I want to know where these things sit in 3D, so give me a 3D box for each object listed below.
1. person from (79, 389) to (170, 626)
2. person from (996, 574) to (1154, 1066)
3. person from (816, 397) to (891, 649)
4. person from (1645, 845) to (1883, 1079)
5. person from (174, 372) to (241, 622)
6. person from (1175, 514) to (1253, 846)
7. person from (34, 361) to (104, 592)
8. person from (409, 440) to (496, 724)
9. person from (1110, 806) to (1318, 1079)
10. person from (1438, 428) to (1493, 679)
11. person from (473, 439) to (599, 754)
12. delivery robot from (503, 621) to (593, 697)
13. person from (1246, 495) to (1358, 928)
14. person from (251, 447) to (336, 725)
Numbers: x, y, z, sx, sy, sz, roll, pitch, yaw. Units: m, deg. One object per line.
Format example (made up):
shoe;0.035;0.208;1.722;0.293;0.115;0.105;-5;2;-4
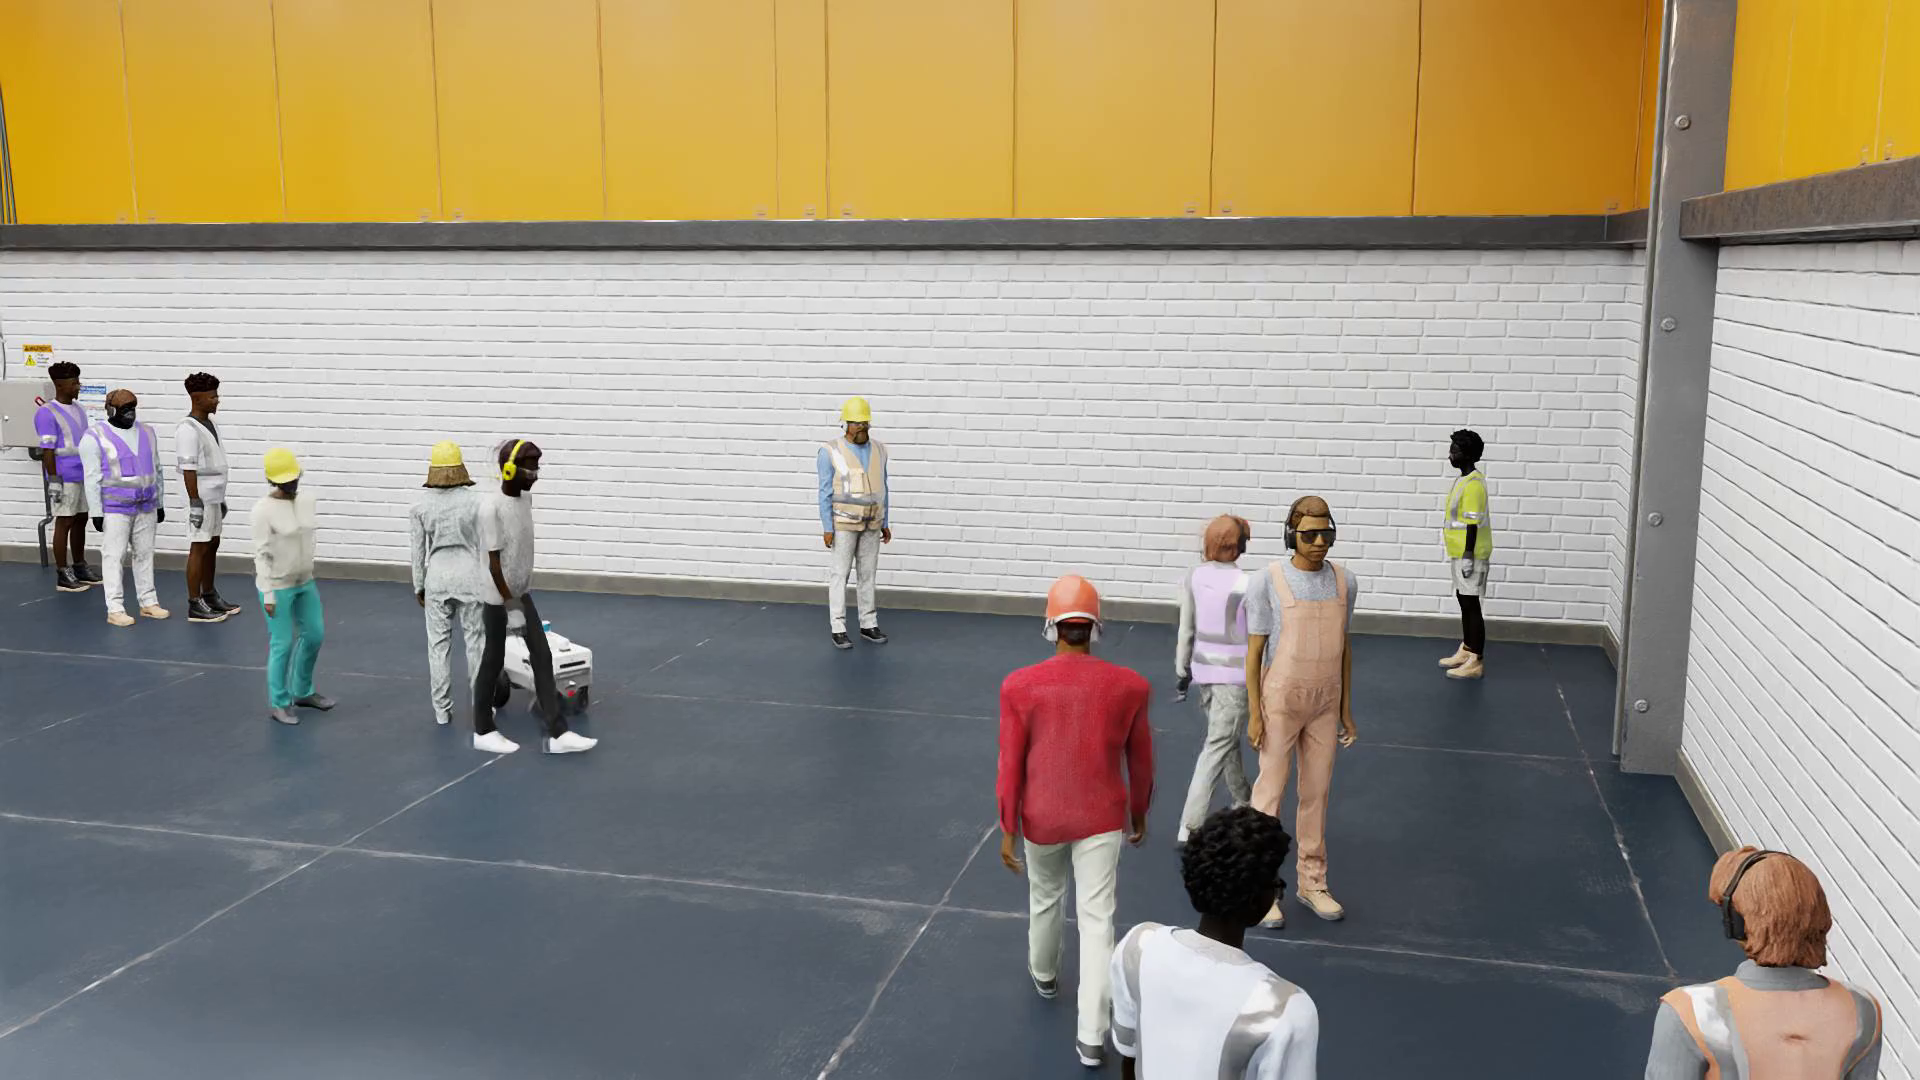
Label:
person;-6.456;-0.256;12.906;0.430;1.835;0.628;5;11;29
person;0.418;0.967;6.072;0.588;1.699;0.914;-1;10;-4
person;-0.755;-0.134;12.172;0.590;1.833;0.404;-7;12;-36
person;1.650;1.442;3.486;0.527;1.631;0.321;-2;10;-10
person;-5.915;-0.338;13.023;0.376;1.958;0.598;-1;10;-7
person;1.313;0.671;8.141;0.825;1.595;0.505;-7;12;-36
person;-7.608;-0.551;14.233;0.361;1.963;0.614;0;10;2
person;-3.082;0.261;10.140;0.489;1.737;0.315;-1;10;-6
person;0.541;1.396;3.593;0.320;1.686;0.541;-9;13;-42
person;3.438;0.089;11.288;0.322;1.691;0.532;1;10;7
person;-2.451;0.341;9.389;0.866;1.820;0.515;3;10;19
delivery robot;-2.618;0.750;10.446;0.477;0.478;0.707;-9;13;-44
person;1.458;0.723;7.090;0.506;1.846;0.346;-3;10;-17
person;-4.058;0.278;10.056;0.453;1.723;0.549;4;10;21
